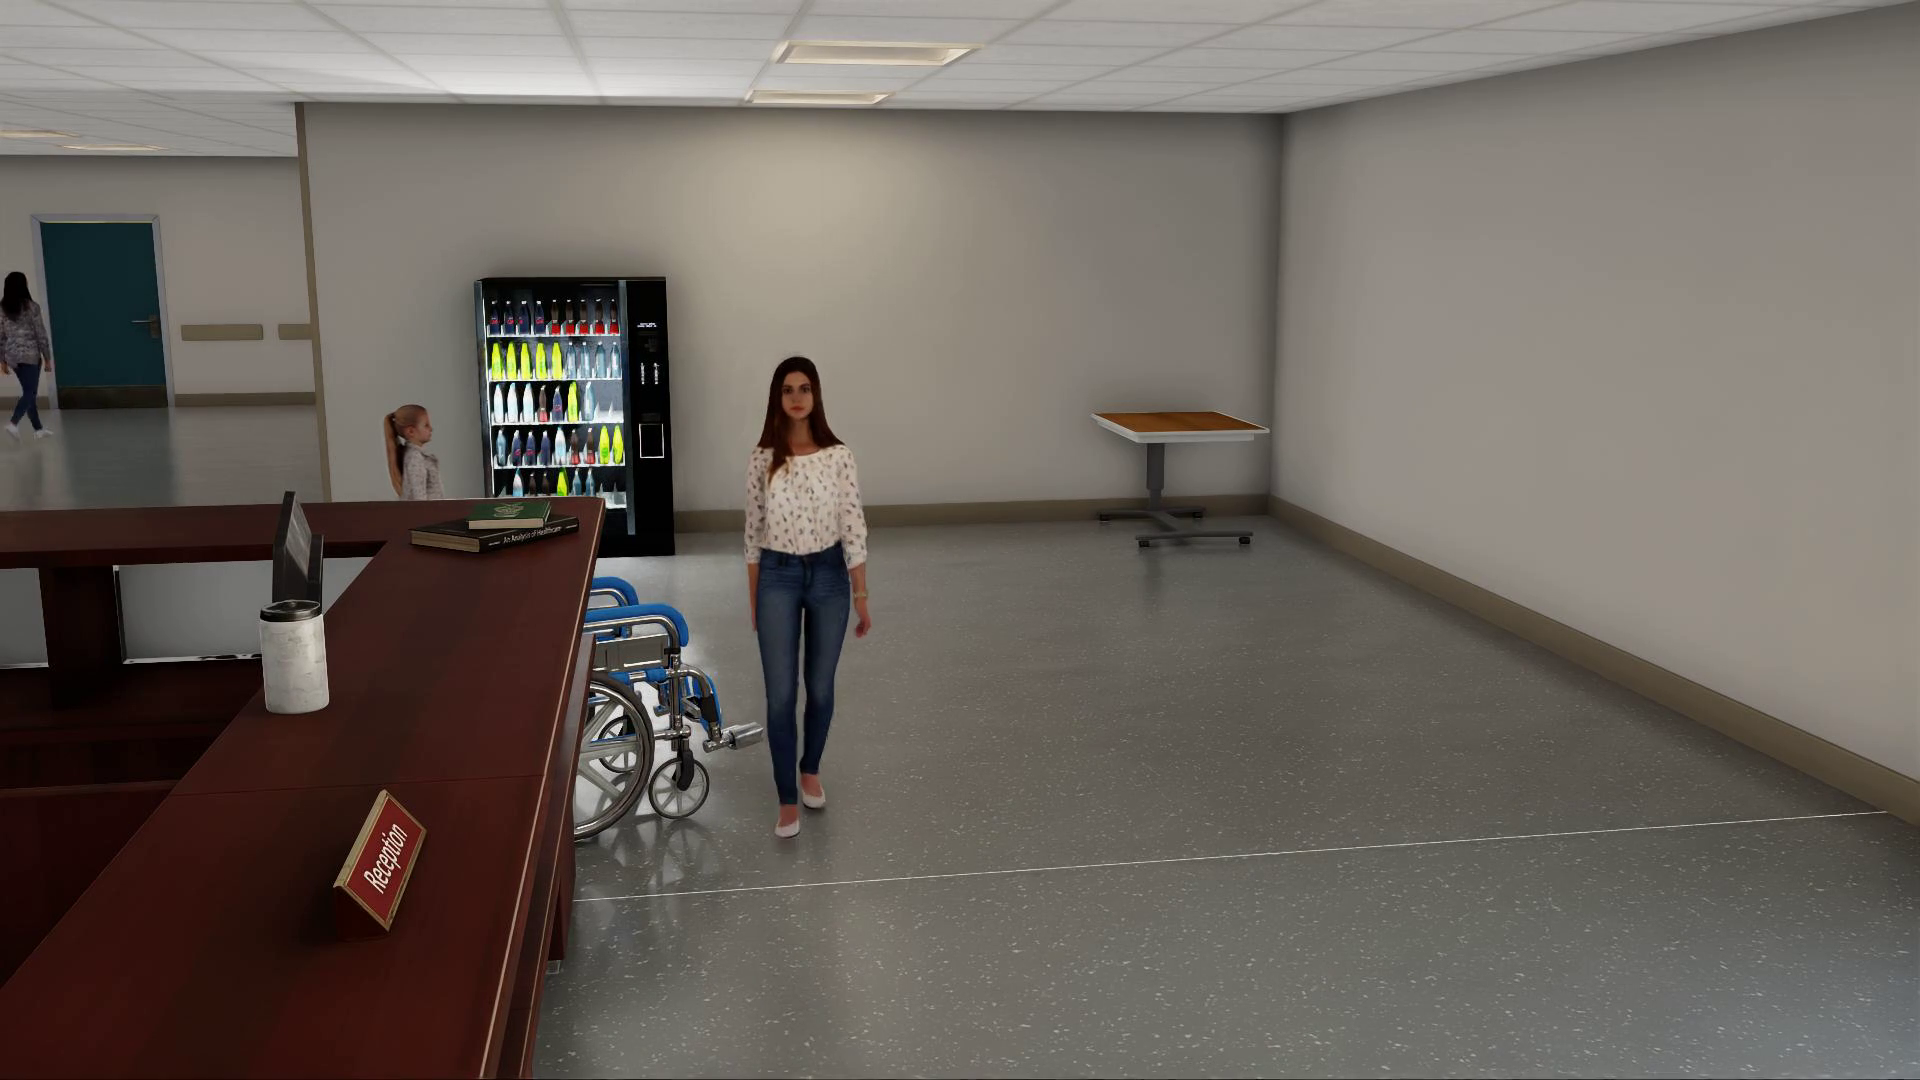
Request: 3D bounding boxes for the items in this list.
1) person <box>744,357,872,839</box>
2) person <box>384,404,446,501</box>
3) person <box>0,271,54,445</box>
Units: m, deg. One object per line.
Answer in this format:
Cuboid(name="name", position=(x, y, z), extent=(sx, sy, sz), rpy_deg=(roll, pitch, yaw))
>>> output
Cuboid(name="person", position=(-0.586, 0.183, 6.192), extent=(0.829, 1.704, 0.651), rpy_deg=(-2, 11, -10))
Cuboid(name="person", position=(-2.824, -0.078, 8.697), extent=(0.561, 1.275, 0.546), rpy_deg=(-4, 11, -20))
Cuboid(name="person", position=(-9.389, -1.789, 16.597), extent=(1.149, 1.699, 0.864), rpy_deg=(1, 11, 3))
